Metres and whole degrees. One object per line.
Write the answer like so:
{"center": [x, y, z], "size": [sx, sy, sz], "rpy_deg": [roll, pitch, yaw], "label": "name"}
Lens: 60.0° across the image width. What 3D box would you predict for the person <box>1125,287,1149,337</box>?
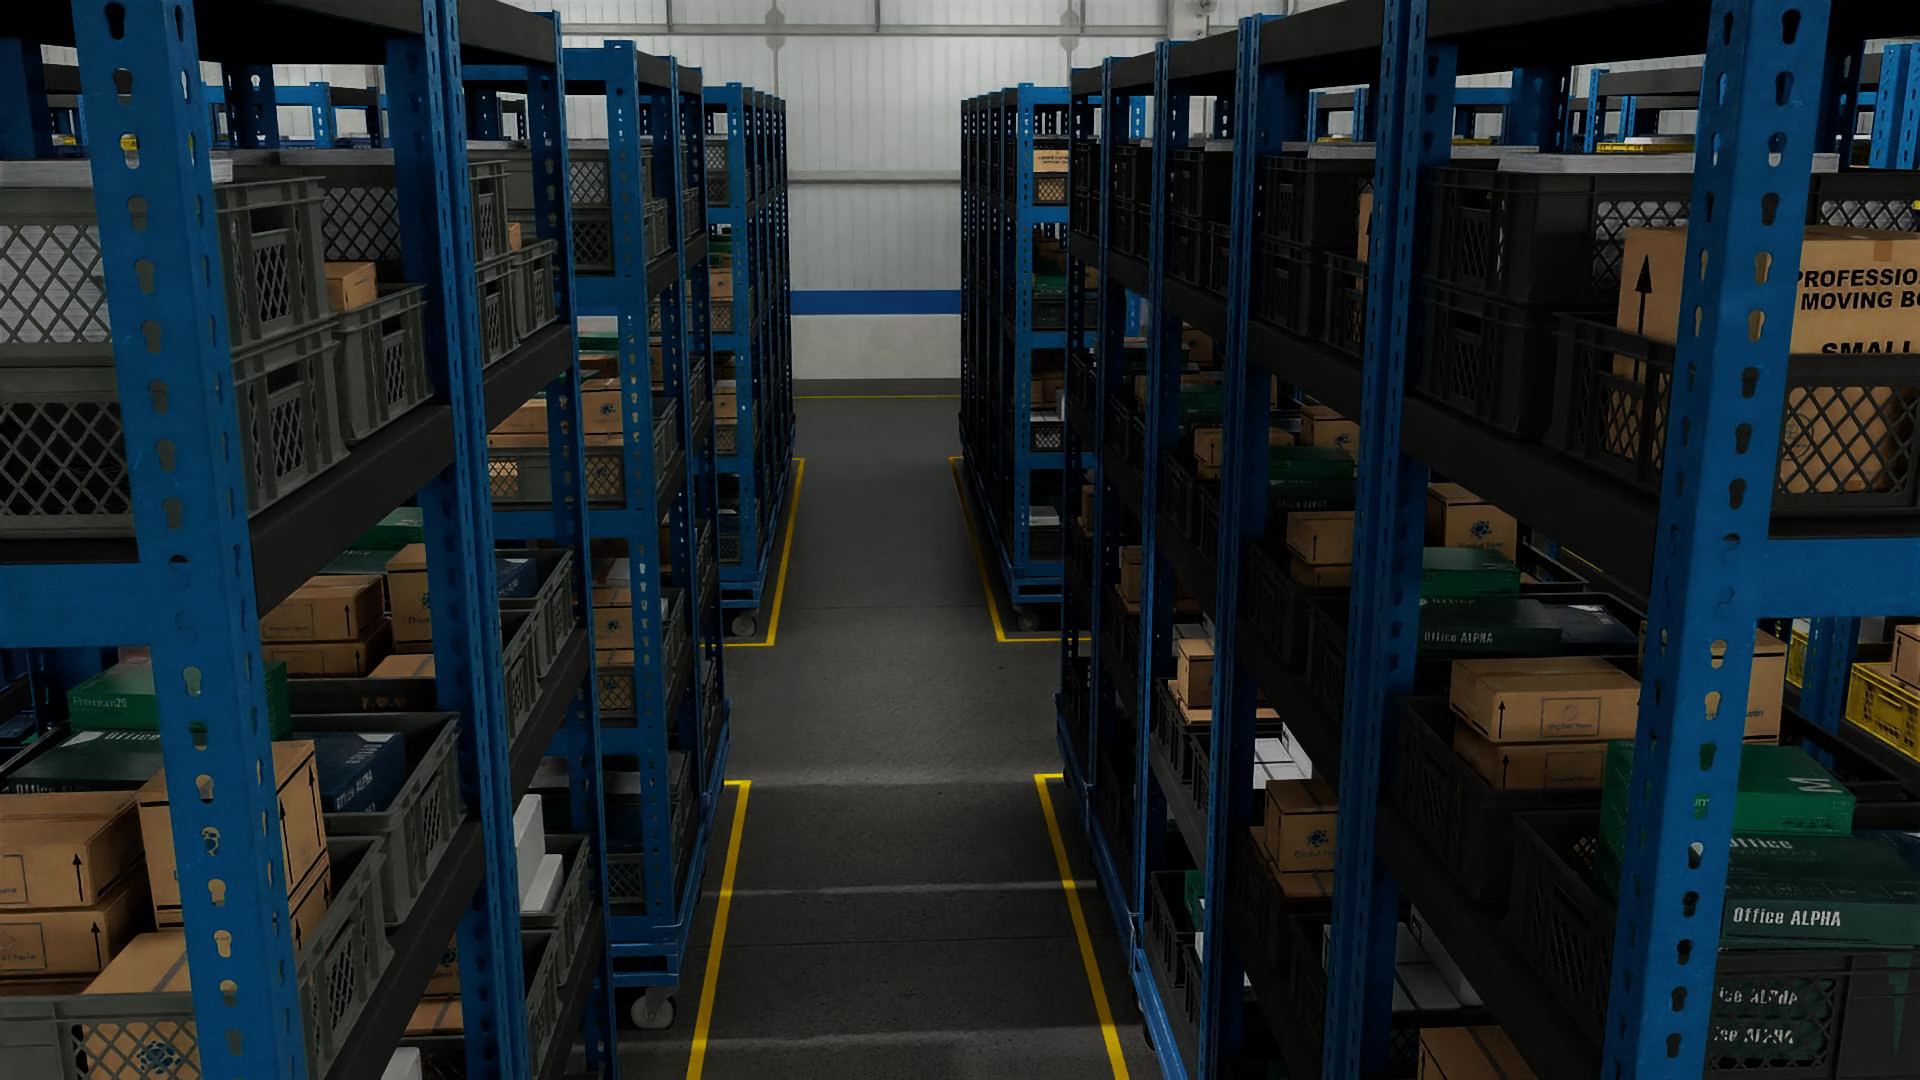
{"center": [2.013, -2.097, 18.518], "size": [0.934, 1.808, 0.588], "rpy_deg": [-3, 14, -11], "label": "person"}
